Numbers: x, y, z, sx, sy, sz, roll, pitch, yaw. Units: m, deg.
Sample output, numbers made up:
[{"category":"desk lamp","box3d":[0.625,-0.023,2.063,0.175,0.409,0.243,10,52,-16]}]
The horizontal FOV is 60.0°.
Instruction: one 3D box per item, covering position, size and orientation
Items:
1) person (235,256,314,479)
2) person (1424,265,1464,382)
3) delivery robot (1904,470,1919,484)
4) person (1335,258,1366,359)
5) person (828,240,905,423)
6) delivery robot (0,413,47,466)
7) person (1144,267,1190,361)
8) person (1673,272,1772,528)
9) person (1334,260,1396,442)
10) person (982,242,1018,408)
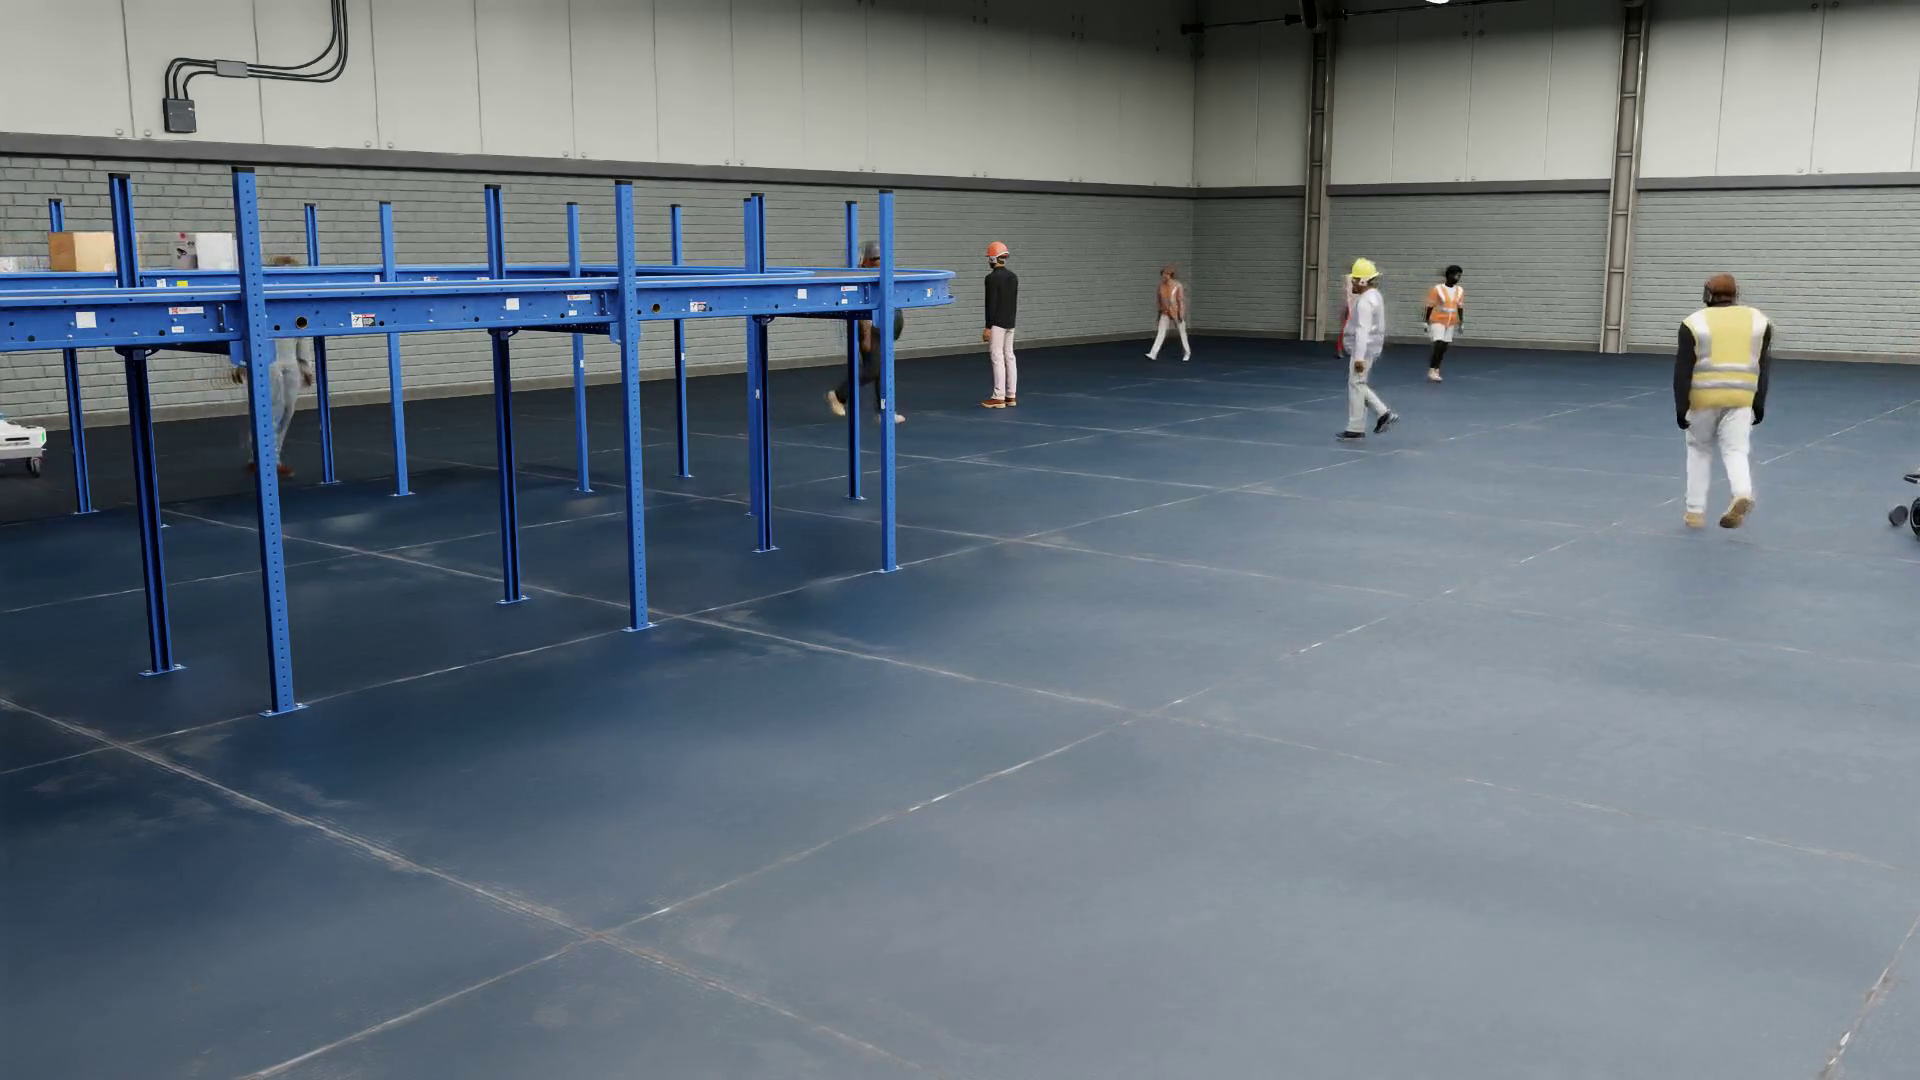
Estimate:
[{"category":"person","box3d":[-5.816,-1.465,14.156,0.394,1.883,0.720,3,11,17]},{"category":"person","box3d":[6.879,-3.083,23.687,0.549,1.660,0.509,-4,11,-22]},{"category":"delivery robot","box3d":[6.869,-0.497,11.607,0.335,0.223,0.698,1,10,7]},{"category":"person","box3d":[6.718,-3.928,28.248,0.536,1.723,0.915,-3,11,-18]},{"category":"person","box3d":[-1.014,-2.289,18.401,0.784,2.000,0.680,3,11,14]},{"category":"delivery robot","box3d":[-8.234,-0.842,14.241,0.707,0.478,0.477,-8,13,-37]},{"category":"person","box3d":[3.484,-3.743,27.654,0.527,1.555,0.966,9,13,39]},{"category":"person","box3d":[5.307,-0.952,11.553,0.646,1.805,0.801,1,10,8]},{"category":"person","box3d":[4.074,-1.898,16.712,0.490,1.821,0.611,5,11,24]},{"category":"person","box3d":[0.469,-2.612,20.194,0.395,1.993,0.614,7,12,35]}]
